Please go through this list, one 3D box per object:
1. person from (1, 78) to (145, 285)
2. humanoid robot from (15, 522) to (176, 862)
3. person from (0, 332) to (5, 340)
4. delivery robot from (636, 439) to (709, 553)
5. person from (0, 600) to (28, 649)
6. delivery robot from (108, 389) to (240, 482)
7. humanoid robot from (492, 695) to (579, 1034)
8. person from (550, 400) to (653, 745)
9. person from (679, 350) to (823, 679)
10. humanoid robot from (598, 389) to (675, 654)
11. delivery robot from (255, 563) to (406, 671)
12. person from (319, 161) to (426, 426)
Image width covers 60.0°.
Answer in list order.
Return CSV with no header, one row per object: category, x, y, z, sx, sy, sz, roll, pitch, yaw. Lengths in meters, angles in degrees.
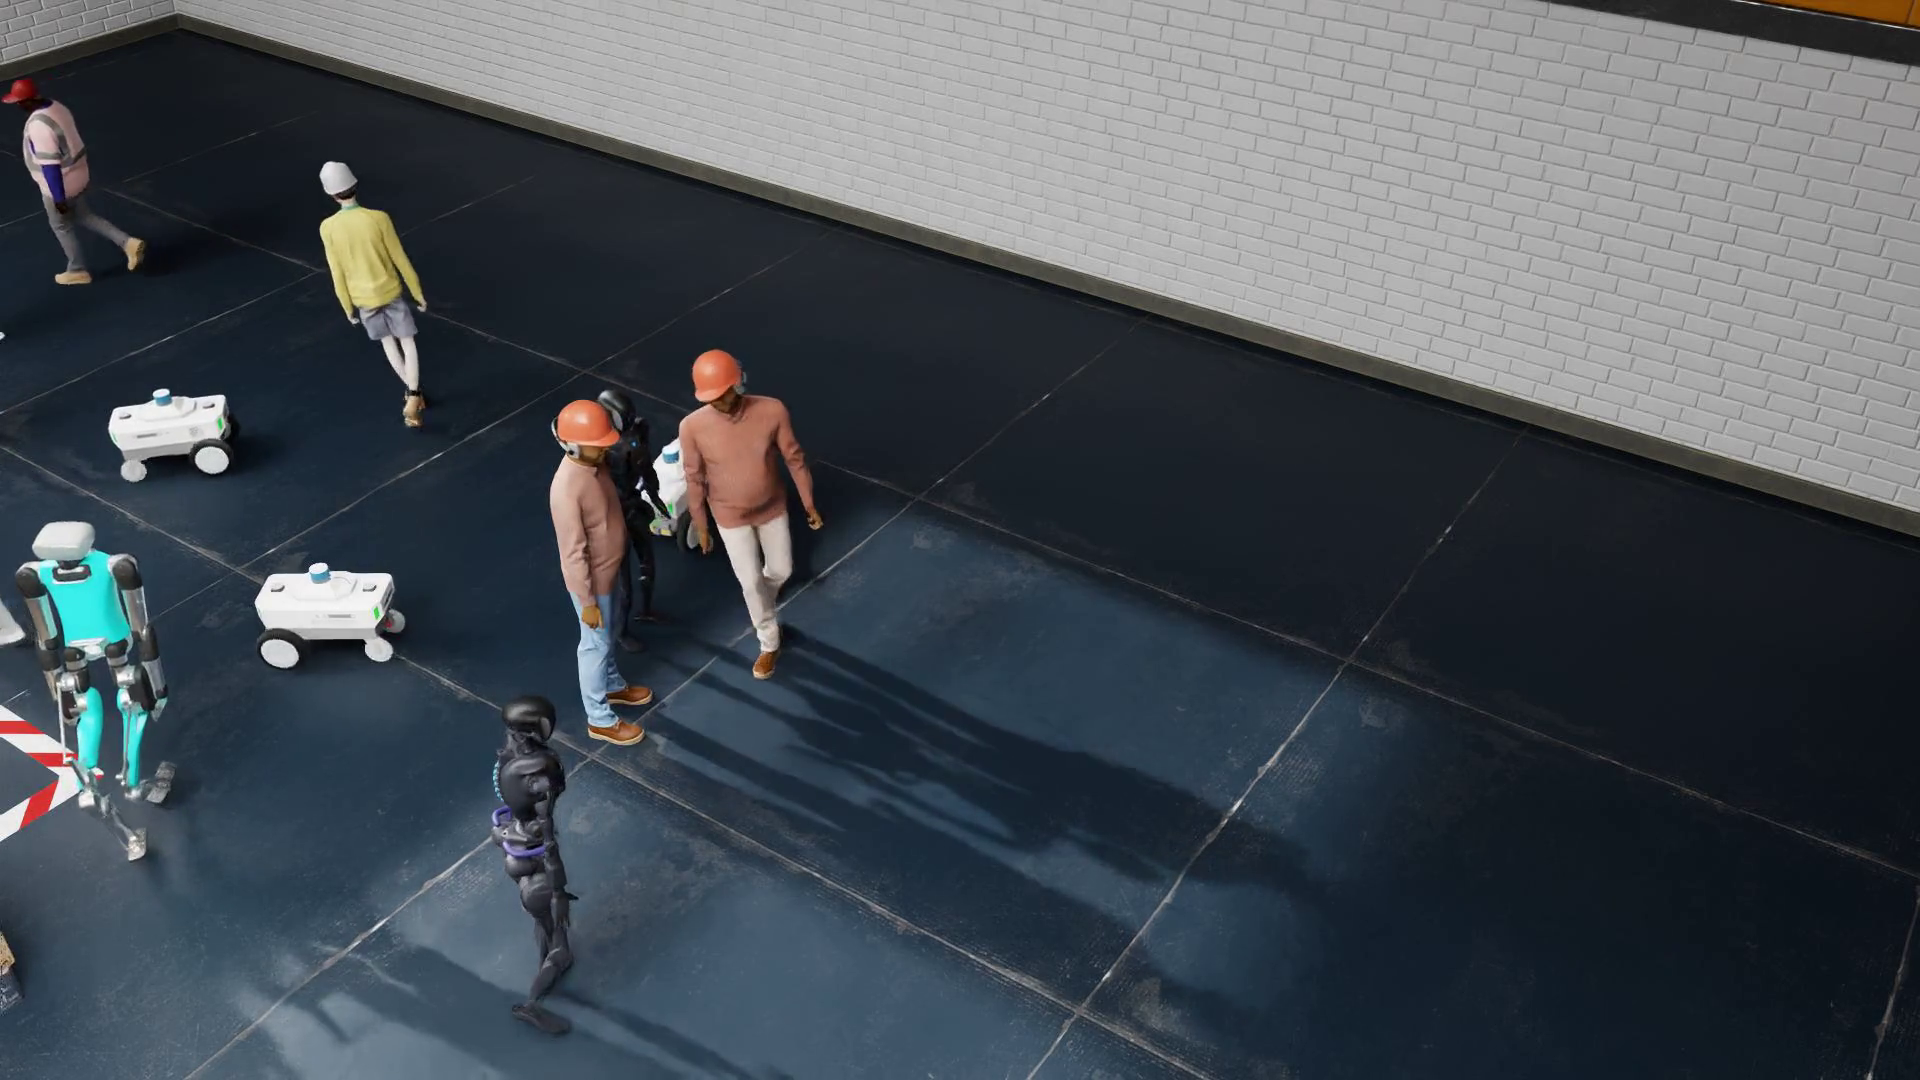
person,-6.942,-2.799,12.998,0.679,1.711,0.615,-1,35,-2
humanoid robot,-4.040,0.815,7.837,0.542,1.752,0.947,-6,35,-8
person,-7.445,-2.179,12.004,0.447,1.843,0.568,-6,35,-8
delivery robot,-1.803,-0.297,10.455,0.499,0.613,0.811,11,36,15
person,-5.824,-0.138,9.070,1.002,1.864,0.605,4,35,6
delivery robot,-5.214,-0.723,11.044,0.793,0.590,0.499,-9,36,-13
humanoid robot,-1.840,1.366,7.092,0.454,1.644,0.610,-17,38,-22
person,-1.848,0.156,8.540,0.395,1.989,0.620,1,35,1
person,-1.127,-0.176,9.063,0.712,1.957,0.567,-12,37,-17
humanoid robot,-1.840,-0.127,9.217,0.314,1.648,0.609,14,37,19
delivery robot,-3.604,0.401,9.444,0.777,0.598,0.499,0,35,0
person,-3.902,-1.608,11.193,0.550,1.840,0.745,-14,37,-19
